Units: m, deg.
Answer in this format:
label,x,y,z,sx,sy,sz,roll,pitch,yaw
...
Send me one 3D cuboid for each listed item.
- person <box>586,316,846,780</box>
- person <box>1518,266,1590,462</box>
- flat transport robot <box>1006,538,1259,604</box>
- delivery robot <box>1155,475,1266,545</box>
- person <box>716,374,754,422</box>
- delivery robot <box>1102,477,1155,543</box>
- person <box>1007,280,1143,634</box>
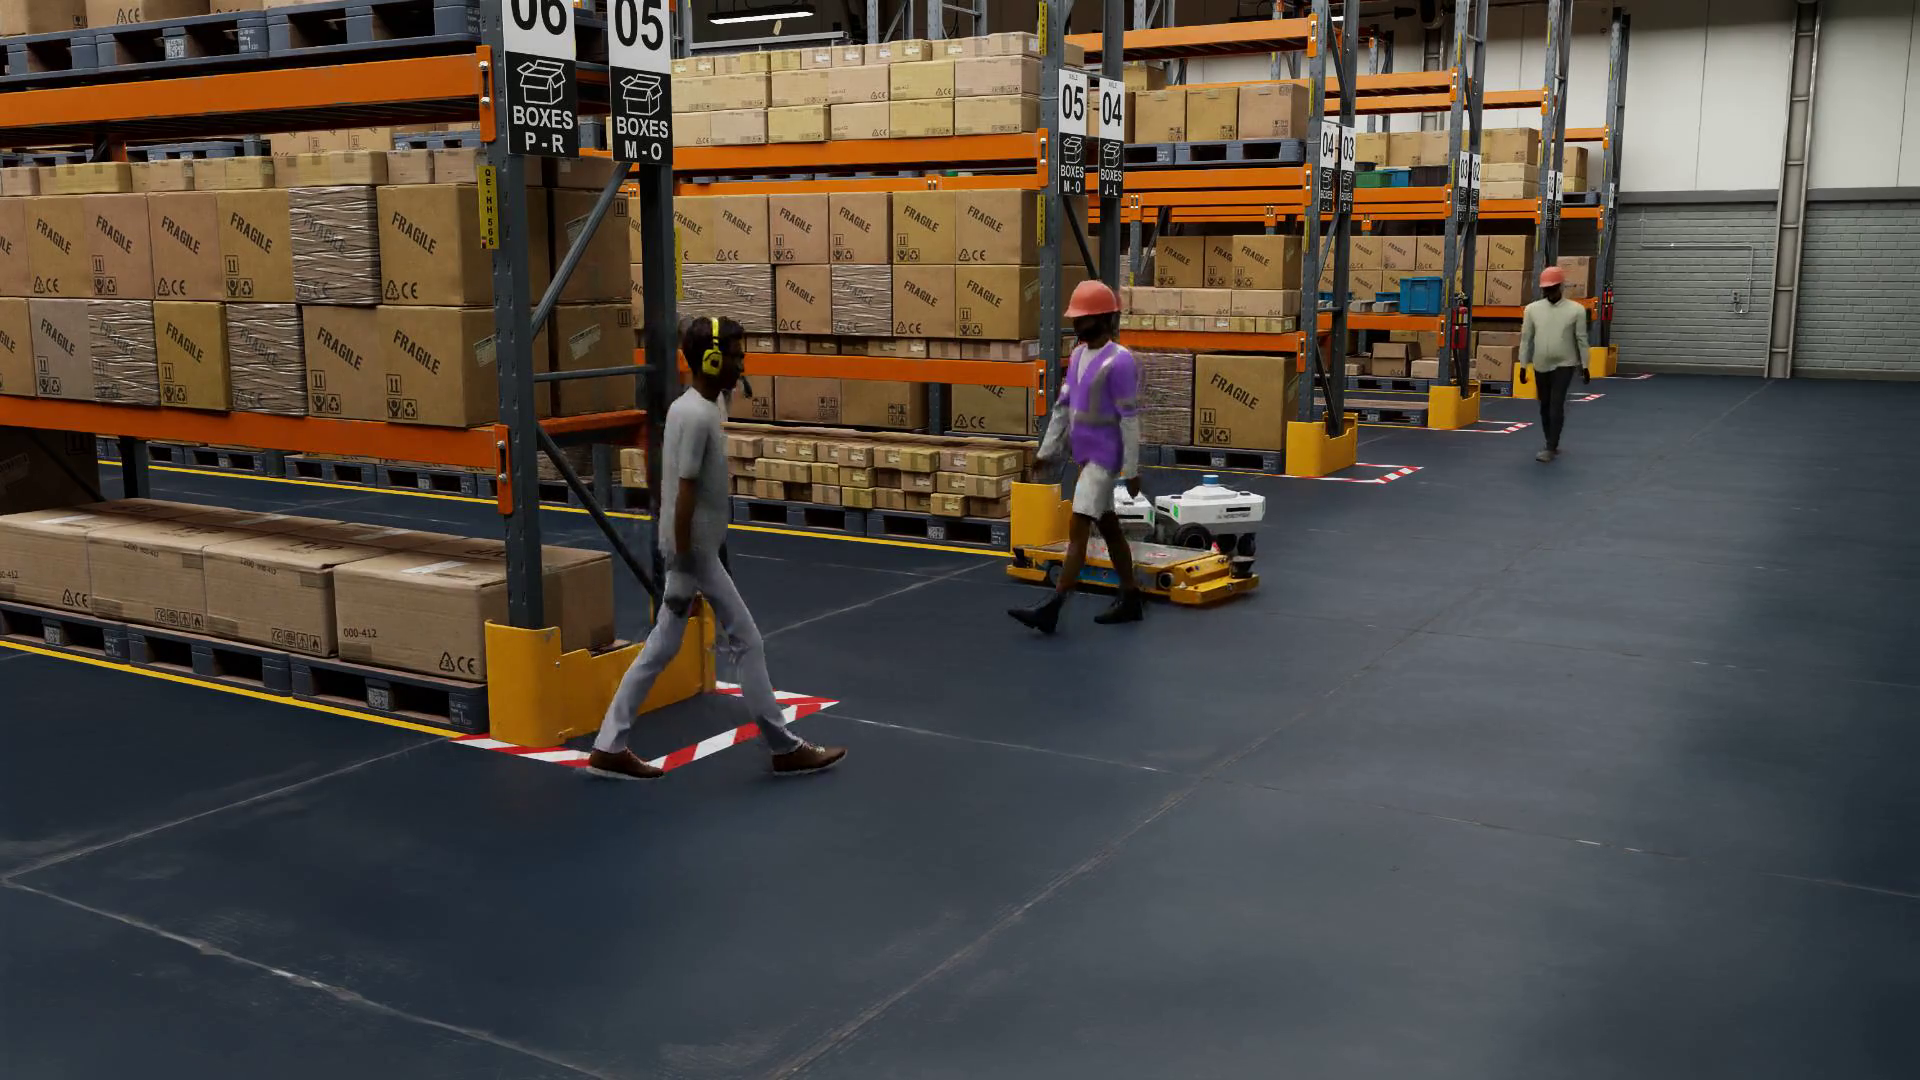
label,x,y,z,sx,sy,sz,roll,pitch,yaw
person,-0.995,0.050,6.412,1.005,1.802,0.532,-3,10,-15
person,5.989,-1.783,16.746,0.674,1.942,0.982,6,11,32
flat transport robot,1.043,0.162,10.207,1.431,0.197,0.652,8,13,39
delivery robot,1.688,-0.195,11.195,0.707,0.478,0.477,-3,10,-18
person,-2.174,-1.404,15.475,0.832,1.595,0.533,8,12,38
delivery robot,1.098,-0.178,11.097,0.477,0.478,0.707,0,10,0
person,0.640,-0.444,9.007,0.934,1.888,0.560,-4,10,-21
